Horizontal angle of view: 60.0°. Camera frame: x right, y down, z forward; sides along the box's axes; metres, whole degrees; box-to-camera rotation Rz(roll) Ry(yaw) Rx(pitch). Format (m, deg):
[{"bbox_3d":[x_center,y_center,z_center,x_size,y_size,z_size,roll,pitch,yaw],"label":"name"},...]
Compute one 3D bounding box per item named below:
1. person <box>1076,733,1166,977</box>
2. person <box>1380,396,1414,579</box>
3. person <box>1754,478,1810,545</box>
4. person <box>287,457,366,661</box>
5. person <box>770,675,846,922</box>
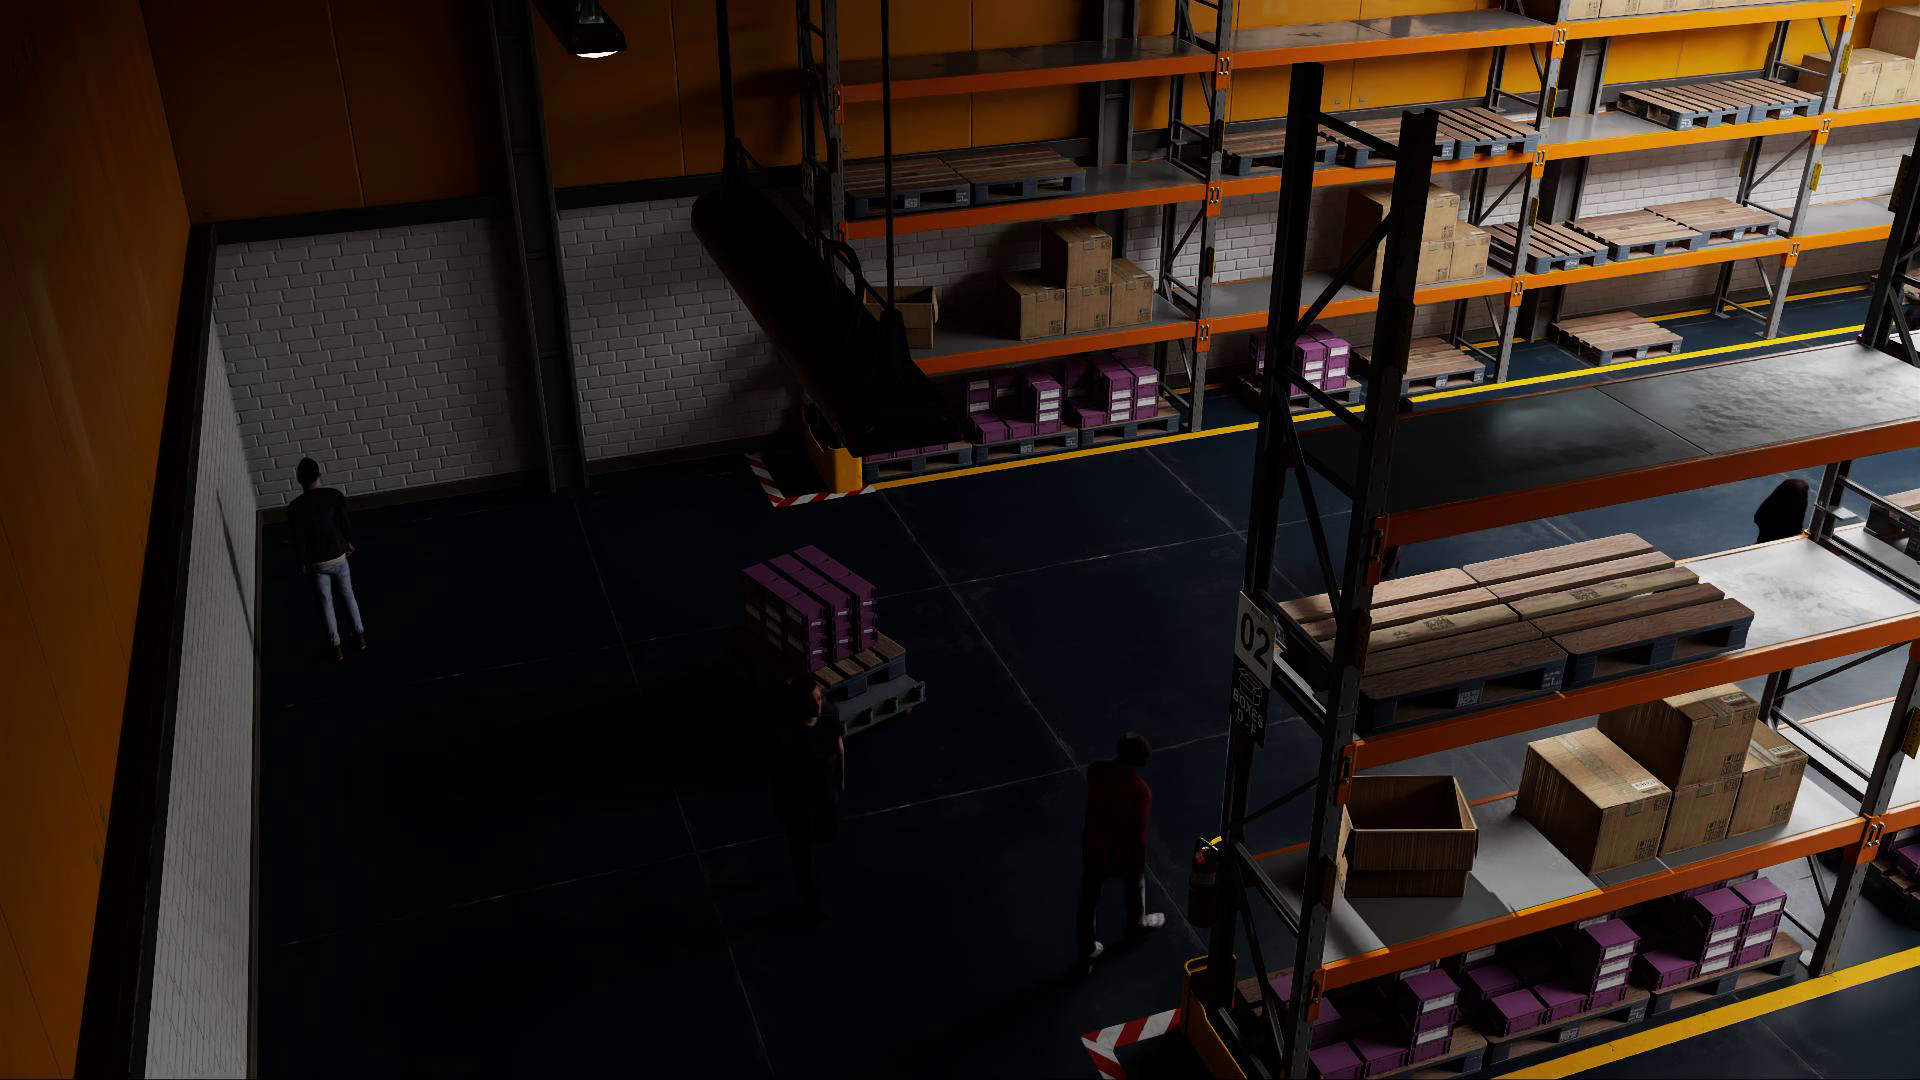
[{"bbox_3d":[0.919,2.020,10.572,1.004,1.790,1.133,19,34,31],"label":"person"},{"bbox_3d":[4.011,-0.470,15.113,0.652,1.813,0.647,-4,29,-7],"label":"person"},{"bbox_3d":[6.782,0.240,14.058,1.050,1.576,0.608,-11,31,-20],"label":"person"},{"bbox_3d":[-5.319,0.153,13.947,0.794,1.836,0.654,23,36,36],"label":"person"},{"bbox_3d":[-1.074,1.661,11.189,1.010,1.830,0.952,-20,34,-32],"label":"person"}]
